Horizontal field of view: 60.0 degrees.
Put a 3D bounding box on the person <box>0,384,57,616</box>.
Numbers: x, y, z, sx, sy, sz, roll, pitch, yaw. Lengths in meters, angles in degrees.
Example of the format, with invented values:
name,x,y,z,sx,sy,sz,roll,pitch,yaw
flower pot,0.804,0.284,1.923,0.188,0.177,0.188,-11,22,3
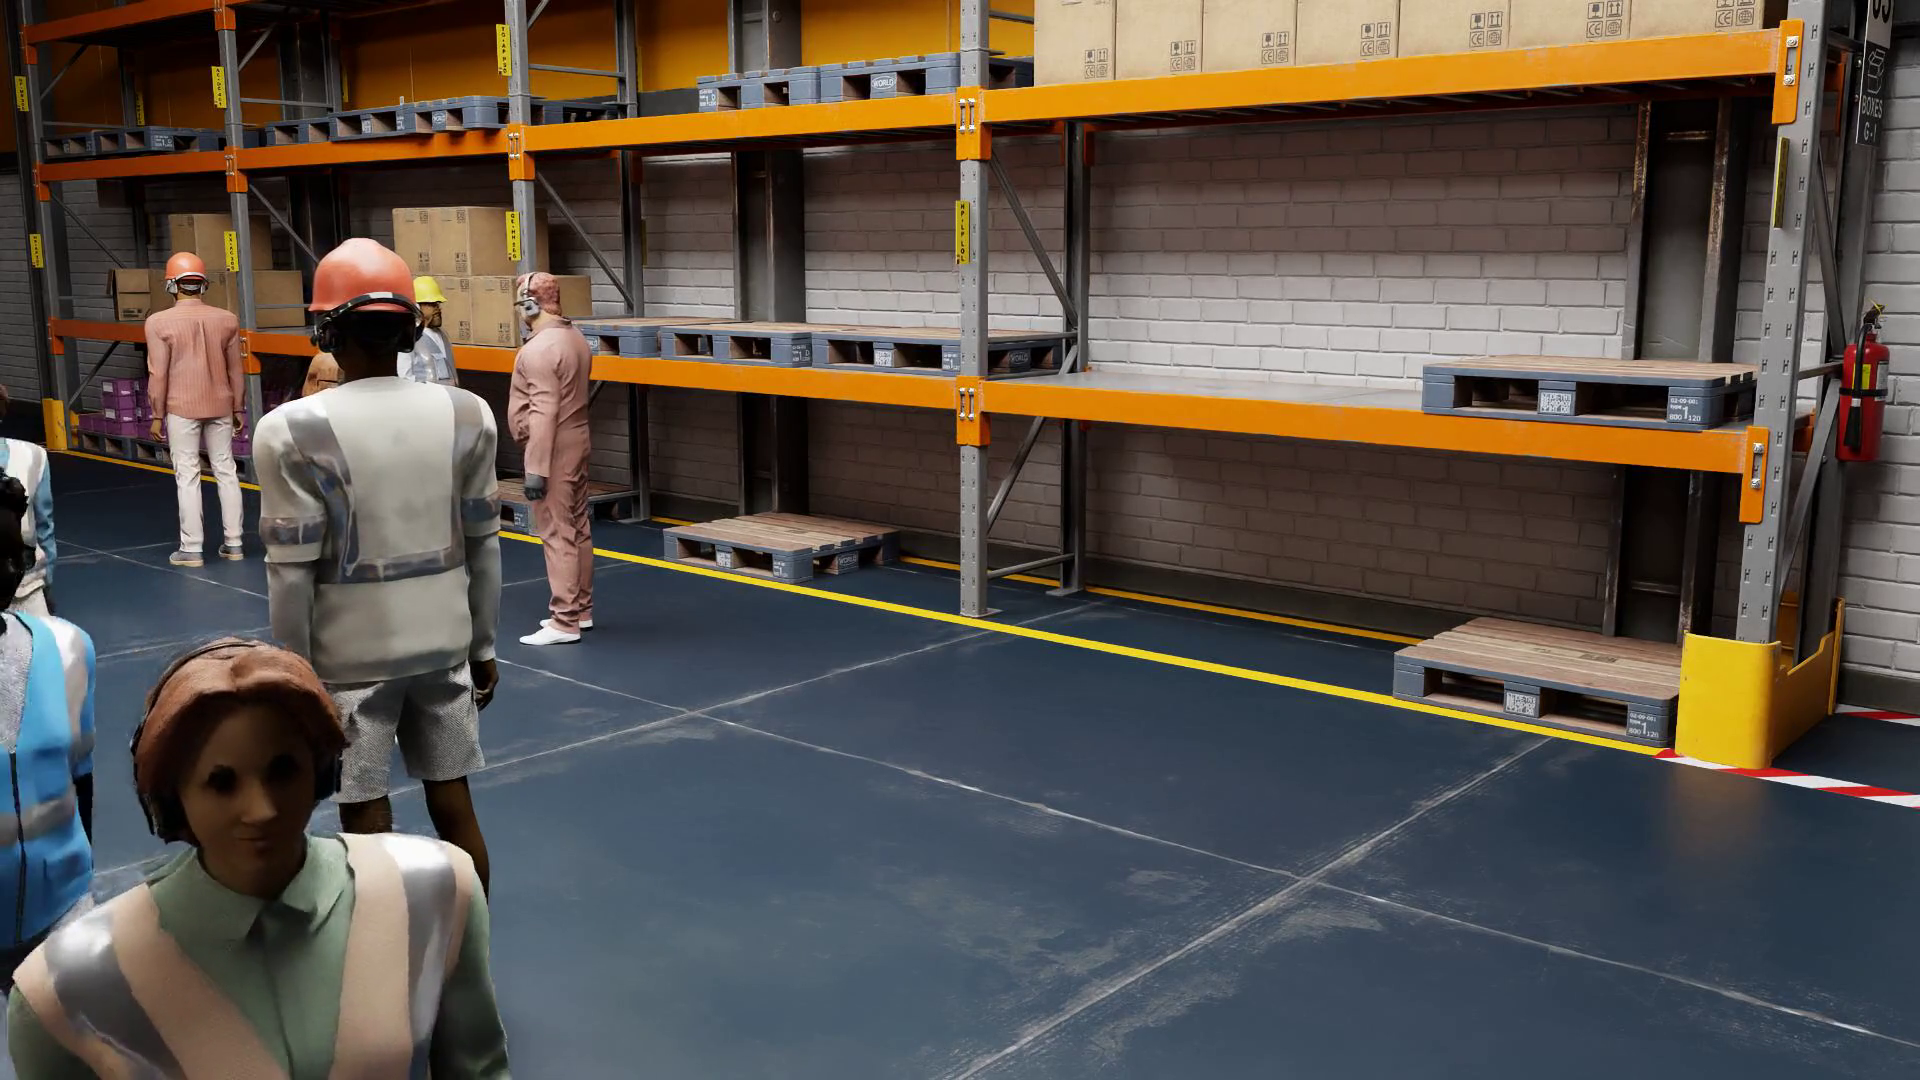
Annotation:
name,x,y,z,sx,sy,sz,roll,pitch,yaw
person,-3.489,0.194,5.965,0.914,1.588,0.529,8,13,39

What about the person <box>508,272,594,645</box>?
name,x,y,z,sx,sy,sz,roll,pitch,yaw
person,-2.105,-0.411,8.529,0.401,1.901,0.641,1,10,5

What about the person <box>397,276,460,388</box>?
name,x,y,z,sx,sy,sz,roll,pitch,yaw
person,-3.597,-0.864,11.295,0.404,1.832,0.595,2,10,11

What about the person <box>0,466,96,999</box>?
name,x,y,z,sx,sy,sz,roll,pitch,yaw
person,-1.779,0.674,3.033,0.873,1.651,0.530,6,12,31

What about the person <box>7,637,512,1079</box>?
name,x,y,z,sx,sy,sz,roll,pitch,yaw
person,-0.783,0.884,1.918,0.513,1.627,0.594,-8,13,-38

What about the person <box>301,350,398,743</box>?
name,x,y,z,sx,sy,sz,roll,pitch,yaw
person,-2.460,0.054,6.629,0.266,1.631,0.507,5,11,25

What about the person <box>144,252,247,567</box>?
name,x,y,z,sx,sy,sz,roll,pitch,yaw
person,-4.876,-0.830,10.635,0.381,1.994,0.622,8,13,39

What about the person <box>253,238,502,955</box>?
name,x,y,z,sx,sy,sz,roll,pitch,yaw
person,-1.444,0.279,4.186,0.608,2.044,0.370,-9,14,-43
